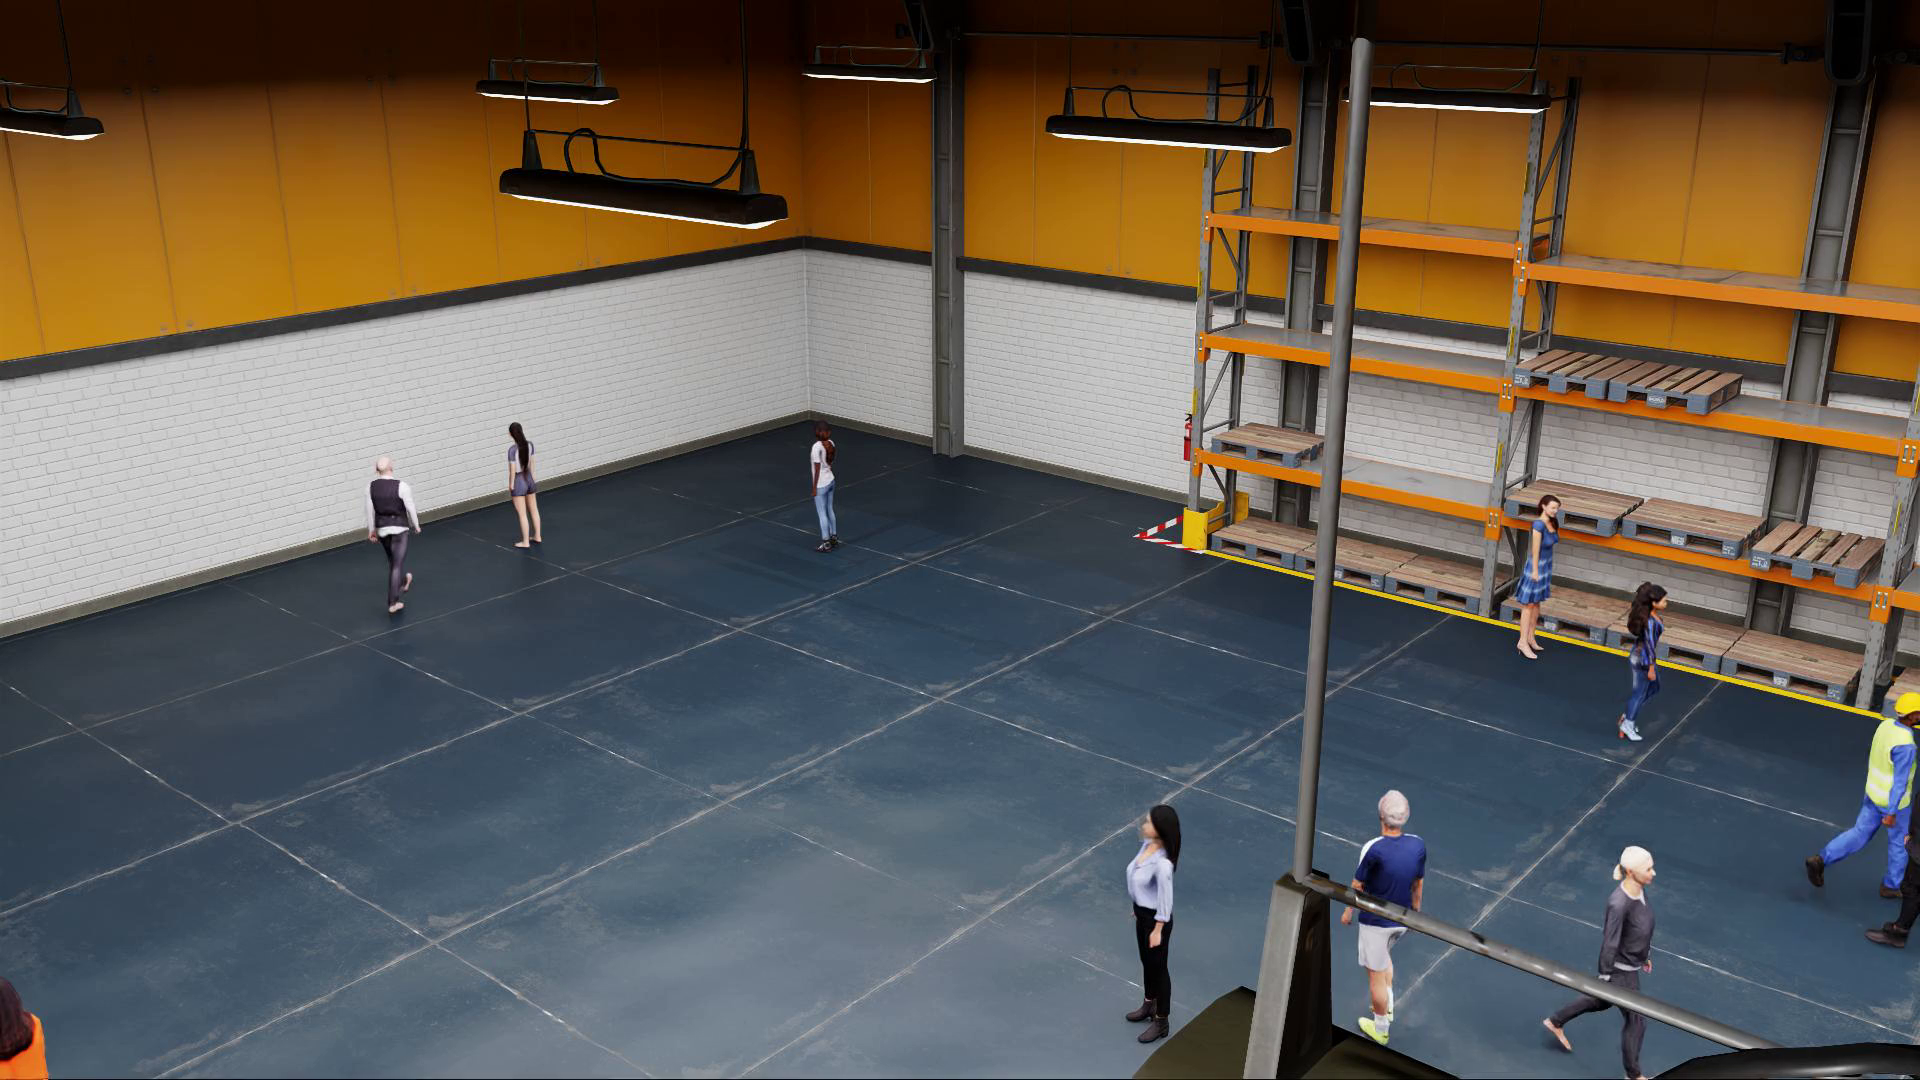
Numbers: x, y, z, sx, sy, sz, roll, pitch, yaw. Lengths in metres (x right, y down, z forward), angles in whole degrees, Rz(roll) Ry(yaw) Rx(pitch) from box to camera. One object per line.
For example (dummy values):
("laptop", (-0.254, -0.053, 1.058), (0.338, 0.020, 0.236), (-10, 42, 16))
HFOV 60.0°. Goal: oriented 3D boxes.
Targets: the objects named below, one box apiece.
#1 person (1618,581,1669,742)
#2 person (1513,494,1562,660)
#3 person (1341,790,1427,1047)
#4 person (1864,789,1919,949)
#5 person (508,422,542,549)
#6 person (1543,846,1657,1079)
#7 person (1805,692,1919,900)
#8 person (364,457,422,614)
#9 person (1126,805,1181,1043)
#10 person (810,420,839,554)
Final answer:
("person", (6.470, 1.164, 15.932), (0.722, 1.611, 0.719), (7, 20, 19))
("person", (6.258, 0.375, 17.967), (0.578, 1.808, 0.671), (13, 23, 34))
("person", (2.945, 2.613, 11.310), (0.762, 1.814, 0.782), (-9, 21, -25))
("person", (7.327, 2.279, 12.387), (1.084, 1.761, 0.755), (9, 20, 24))
("person", (-5.629, -0.721, 21.470), (0.568, 1.649, 0.628), (10, 21, 27))
("person", (4.308, 2.767, 11.032), (1.091, 1.701, 0.686), (12, 22, 31))
("person", (7.209, 2.029, 13.094), (1.236, 1.782, 1.085), (1, 19, 2))
("person", (-6.572, -0.024, 19.206), (1.242, 1.774, 1.199), (1, 19, 4))
("person", (1.334, 2.614, 11.418), (0.794, 1.743, 0.707), (-4, 19, -11))
("person", (-1.747, -0.698, 21.293), (0.596, 1.719, 0.638), (8, 20, 23))
